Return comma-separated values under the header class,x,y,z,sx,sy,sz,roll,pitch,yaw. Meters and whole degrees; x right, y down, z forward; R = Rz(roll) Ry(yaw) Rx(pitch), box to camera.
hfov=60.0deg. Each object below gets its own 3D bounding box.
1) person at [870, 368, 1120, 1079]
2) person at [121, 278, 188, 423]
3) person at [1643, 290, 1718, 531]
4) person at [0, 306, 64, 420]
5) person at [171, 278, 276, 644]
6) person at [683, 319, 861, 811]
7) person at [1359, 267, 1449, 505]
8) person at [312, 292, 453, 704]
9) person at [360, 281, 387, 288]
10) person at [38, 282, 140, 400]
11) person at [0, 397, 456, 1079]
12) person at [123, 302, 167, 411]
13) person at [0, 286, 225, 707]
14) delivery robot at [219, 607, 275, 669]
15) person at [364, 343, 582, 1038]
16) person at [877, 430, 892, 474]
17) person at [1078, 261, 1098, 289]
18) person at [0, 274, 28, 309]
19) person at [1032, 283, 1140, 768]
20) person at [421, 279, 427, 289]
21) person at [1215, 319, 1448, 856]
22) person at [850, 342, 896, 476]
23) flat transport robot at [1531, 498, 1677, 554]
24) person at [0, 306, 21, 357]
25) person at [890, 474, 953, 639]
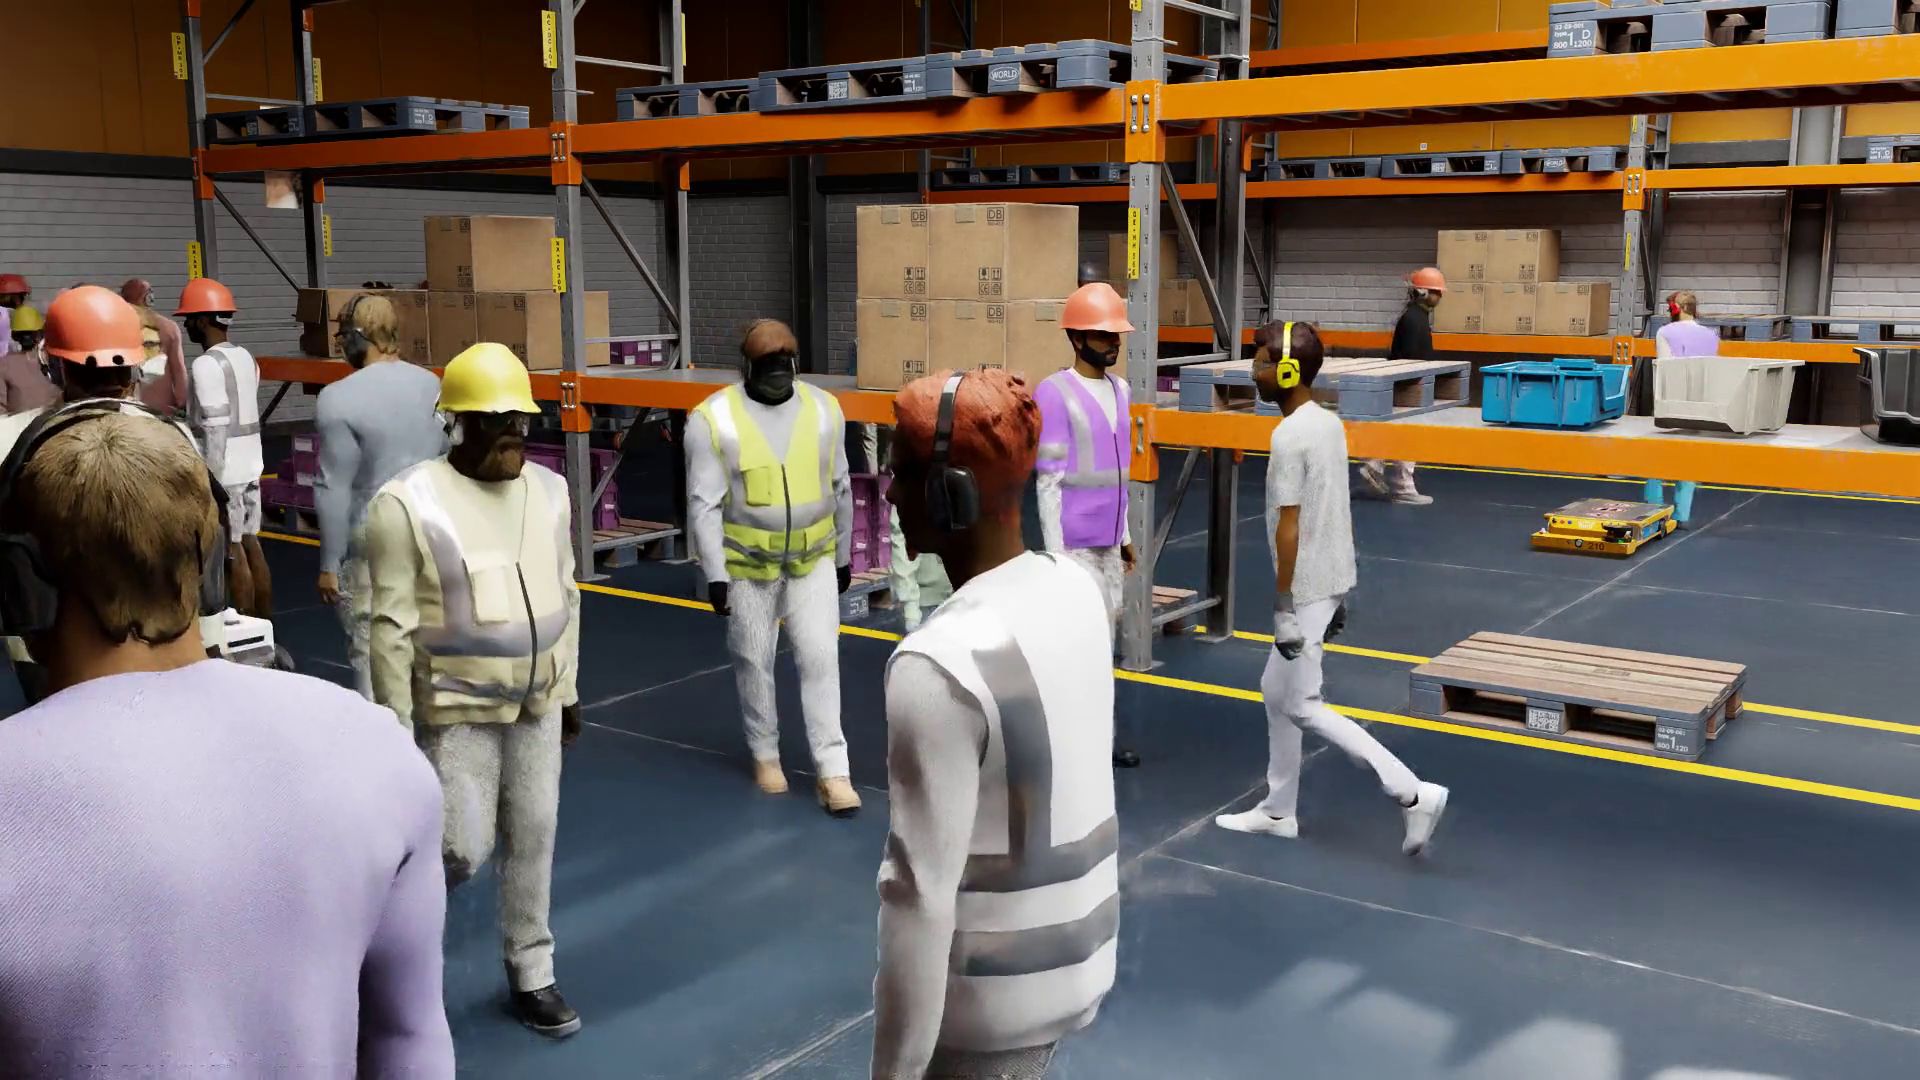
class,x,y,z,sx,sy,sz,roll,pitch,yaw
person,0.072,0.676,2.508,0.472,1.870,0.612,5,11,26
person,-6.433,-1.109,13.124,0.640,1.886,0.457,-4,10,-21
person,5.430,-0.981,12.593,0.633,1.797,0.566,-3,10,-16
person,-6.223,-0.715,11.246,0.520,1.737,0.806,-5,11,-28
person,-3.692,-0.330,8.314,0.375,1.935,0.551,0,10,-2
person,-0.657,0.106,6.090,0.649,1.807,0.821,-3,10,-19
person,3.723,-1.270,13.816,0.598,1.970,0.665,2,10,14
person,-2.084,0.036,6.229,0.627,1.915,0.636,5,11,26
person,-5.040,-1.309,14.405,0.642,1.842,0.542,-3,10,-19
person,-6.293,-0.921,12.021,0.663,1.872,0.838,-4,10,-23
person,-0.861,0.800,1.735,1.018,1.886,0.649,5,11,30
person,-2.817,0.151,5.555,0.903,1.910,0.635,-2,10,-9
person,-2.260,0.309,4.478,0.947,1.941,0.635,7,12,34
delivery robot,-3.439,0.446,7.518,0.707,0.478,0.477,6,11,33
person,-1.277,0.388,4.381,0.603,1.817,0.610,8,12,39
person,-0.682,-1.343,15.336,0.516,1.591,0.840,-9,13,-43
person,1.065,-1.513,15.050,0.711,2.000,0.815,-6,11,-32
person,-8.137,-1.372,14.591,0.551,1.916,0.742,9,13,42
person,0.512,-0.026,6.500,0.359,1.938,0.547,8,12,38
person,-5.403,-1.746,17.022,0.587,1.851,0.934,4,11,25
person,1.258,0.183,5.587,0.768,1.841,0.513,5,11,29
person,-0.648,-1.118,13.979,0.607,1.616,0.348,1,10,4
flat transport robot,4.663,-0.116,11.991,0.652,0.197,1.431,7,12,35
person,-7.154,-1.045,12.302,0.646,2.024,0.431,-7,12,-36
person,-0.002,0.241,5.882,0.520,1.594,0.809,-5,11,-26
